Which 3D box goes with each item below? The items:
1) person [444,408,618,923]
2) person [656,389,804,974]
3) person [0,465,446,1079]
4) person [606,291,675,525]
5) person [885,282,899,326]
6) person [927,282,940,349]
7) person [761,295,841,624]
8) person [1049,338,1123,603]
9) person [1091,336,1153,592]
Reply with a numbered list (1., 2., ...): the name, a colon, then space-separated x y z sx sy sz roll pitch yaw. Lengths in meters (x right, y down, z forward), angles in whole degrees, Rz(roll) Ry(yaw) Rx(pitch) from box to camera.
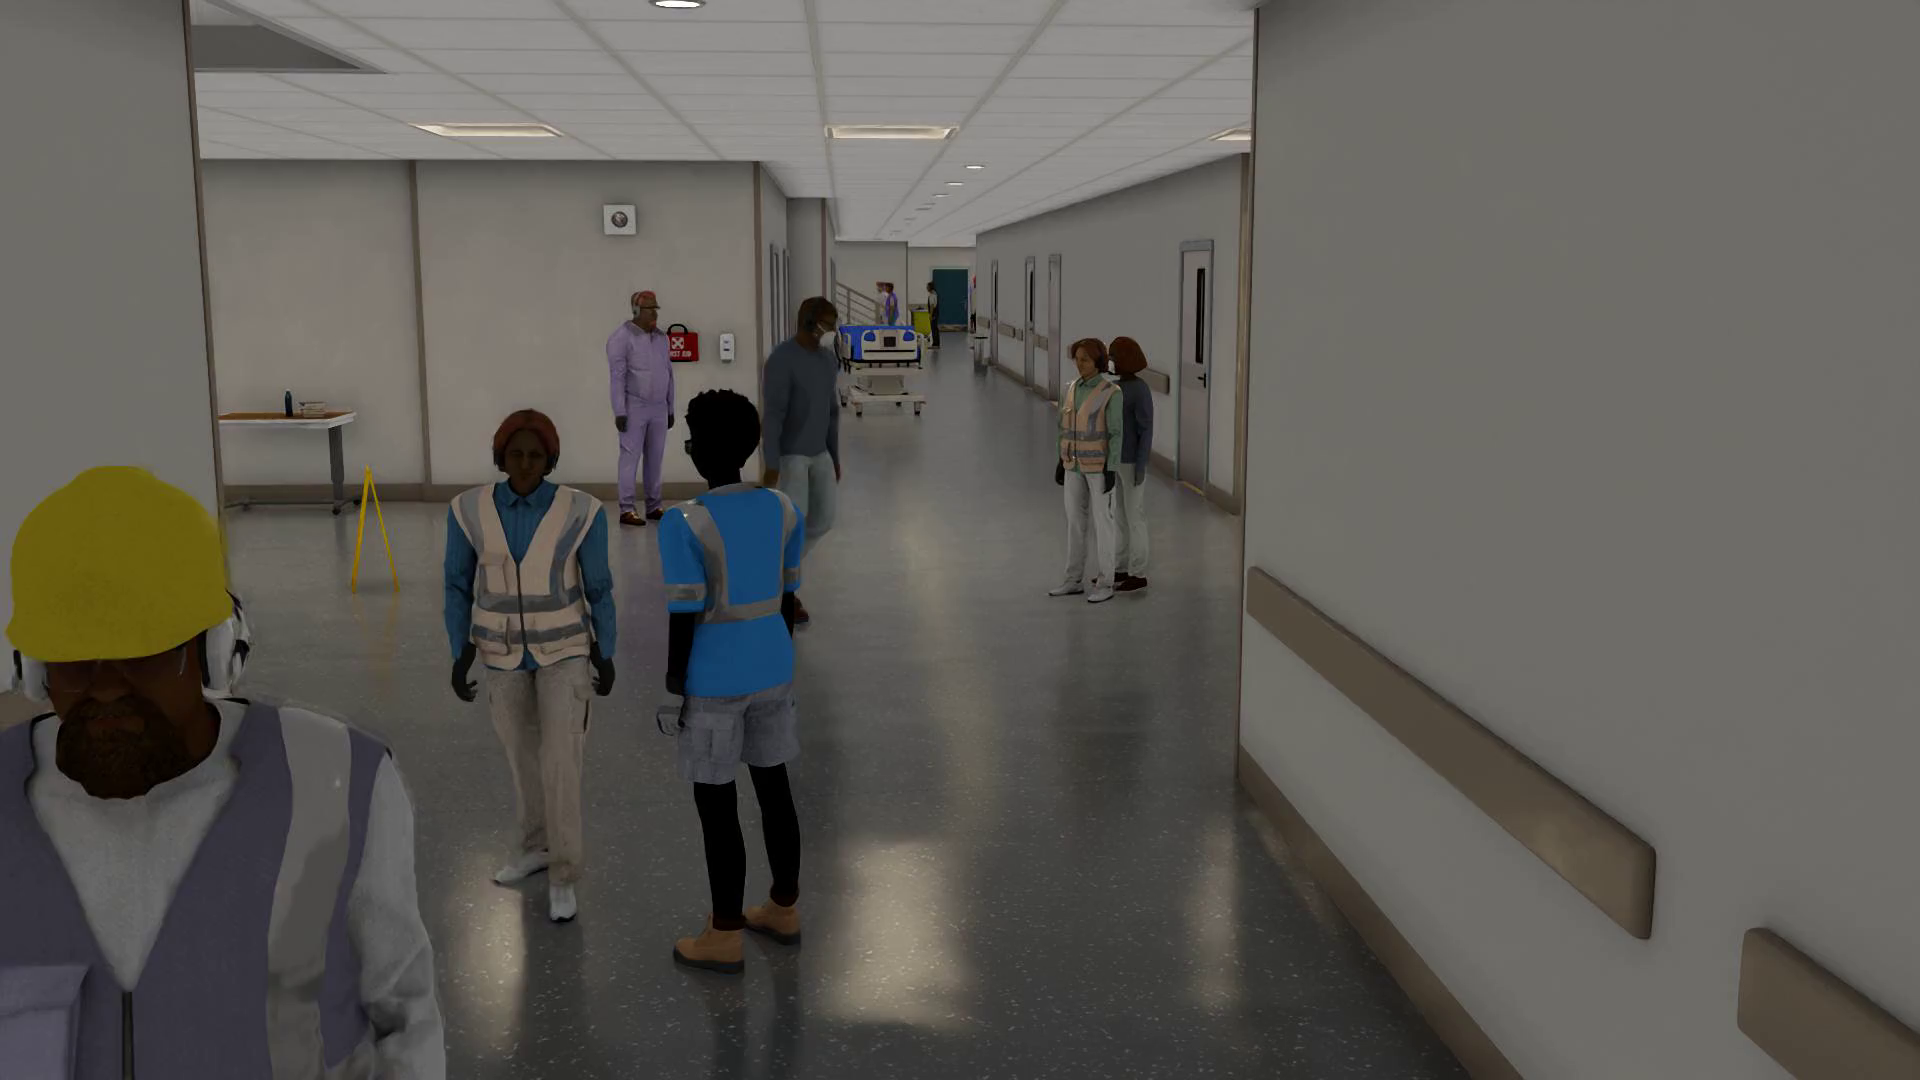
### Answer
1. person: -1.363 0.375 5.355 0.521 1.609 0.528 0 9 2
2. person: -0.671 0.408 4.871 0.317 1.695 0.540 7 11 37
3. person: -0.918 0.815 1.943 0.608 1.820 0.418 -2 9 -14
4. person: -2.563 -1.072 13.547 0.397 1.899 0.648 7 11 36
5. person: -1.759 -5.720 42.926 0.390 1.837 0.560 -1 9 -3
6. person: -0.748 -6.172 45.757 0.359 1.836 0.505 2 9 11
7. person: -0.961 -0.489 9.832 0.491 1.916 0.687 5 10 28
8. person: 0.800 -0.436 10.359 0.307 1.638 0.513 -9 13 -44
9. person: 1.056 -0.487 10.691 0.272 1.632 0.507 -4 10 -24
